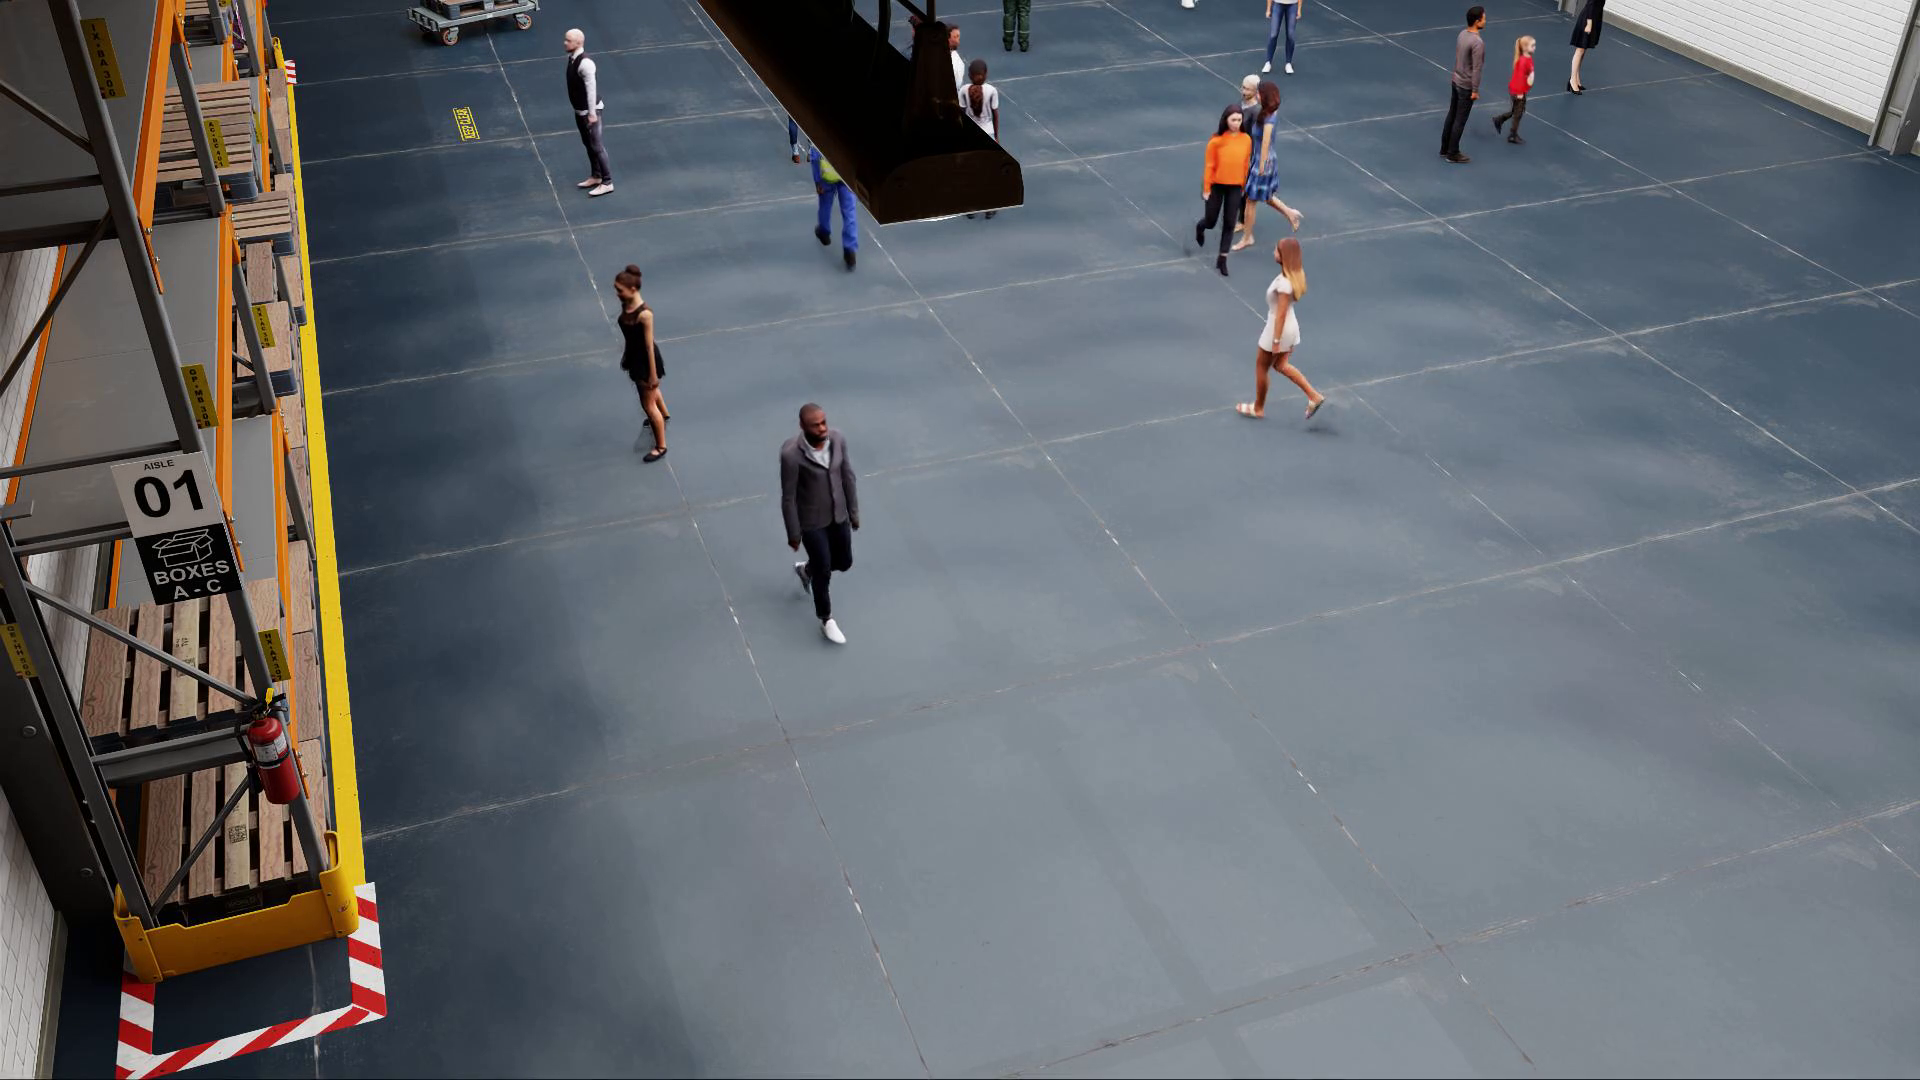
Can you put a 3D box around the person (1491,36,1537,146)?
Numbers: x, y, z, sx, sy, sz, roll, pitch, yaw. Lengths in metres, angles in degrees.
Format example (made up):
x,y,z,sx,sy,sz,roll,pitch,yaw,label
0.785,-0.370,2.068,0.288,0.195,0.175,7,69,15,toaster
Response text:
x,y,z,sx,sy,sz,roll,pitch,yaw,label
6.607,-5.352,19.775,0.786,1.272,0.710,17,37,24,person

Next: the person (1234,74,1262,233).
x,y,z,sx,sy,sz,roll,pitch,yaw,label
2.995,-4.079,17.461,0.761,1.712,0.563,-7,34,-10,person

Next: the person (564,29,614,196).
x,y,z,sx,sy,sz,roll,pitch,yaw,label
-4.109,-4.728,18.340,0.790,1.820,0.604,-20,38,-27,person

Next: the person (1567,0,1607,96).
x,y,z,sx,sy,sz,roll,pitch,yaw,label
8.038,-6.606,21.231,0.750,1.747,0.703,18,38,25,person

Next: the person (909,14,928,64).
x,y,z,sx,sy,sz,roll,pitch,yaw,label
-0.396,-5.122,18.973,0.799,1.776,0.683,1,34,2,person

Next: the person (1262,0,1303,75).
x,y,z,sx,sy,sz,roll,pitch,yaw,label
4.259,-6.981,21.824,0.696,1.716,0.691,3,34,5,person

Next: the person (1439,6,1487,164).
x,y,z,sx,sy,sz,roll,pitch,yaw,label
5.817,-5.267,19.199,0.740,1.767,0.517,-29,43,-36,person

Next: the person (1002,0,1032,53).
x,y,z,sx,sy,sz,roll,pitch,yaw,label
0.777,-7.615,22.664,0.712,1.842,0.707,1,34,1,person

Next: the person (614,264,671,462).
x,y,z,sx,sy,sz,roll,pitch,yaw,label
-2.580,-1.470,13.571,0.918,1.674,0.713,-19,38,-27,person

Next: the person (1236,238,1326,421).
x,y,z,sx,sy,sz,roll,pitch,yaw,label
2.769,-1.723,13.948,1.036,1.678,0.961,15,36,21,person

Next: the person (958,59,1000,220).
x,y,z,sx,sy,sz,roll,pitch,yaw,label
0.201,-4.287,17.769,0.661,1.719,0.651,2,34,3,person

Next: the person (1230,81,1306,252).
x,y,z,sx,sy,sz,roll,pitch,yaw,label
3.152,-3.757,16.909,0.977,1.787,1.021,5,34,7,person

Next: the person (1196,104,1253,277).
x,y,z,sx,sy,sz,roll,pitch,yaw,label
2.610,-3.533,16.619,0.684,1.735,0.911,-9,35,-13,person

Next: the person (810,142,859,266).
x,y,z,sx,sy,sz,roll,pitch,yaw,label
-1.222,-3.642,16.748,0.672,1.775,1.160,-10,35,-15,person

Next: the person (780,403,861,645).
x,y,z,sx,sy,sz,roll,pitch,yaw,label
-1.006,-0.175,11.507,0.918,1.803,1.053,-25,41,-32,person
